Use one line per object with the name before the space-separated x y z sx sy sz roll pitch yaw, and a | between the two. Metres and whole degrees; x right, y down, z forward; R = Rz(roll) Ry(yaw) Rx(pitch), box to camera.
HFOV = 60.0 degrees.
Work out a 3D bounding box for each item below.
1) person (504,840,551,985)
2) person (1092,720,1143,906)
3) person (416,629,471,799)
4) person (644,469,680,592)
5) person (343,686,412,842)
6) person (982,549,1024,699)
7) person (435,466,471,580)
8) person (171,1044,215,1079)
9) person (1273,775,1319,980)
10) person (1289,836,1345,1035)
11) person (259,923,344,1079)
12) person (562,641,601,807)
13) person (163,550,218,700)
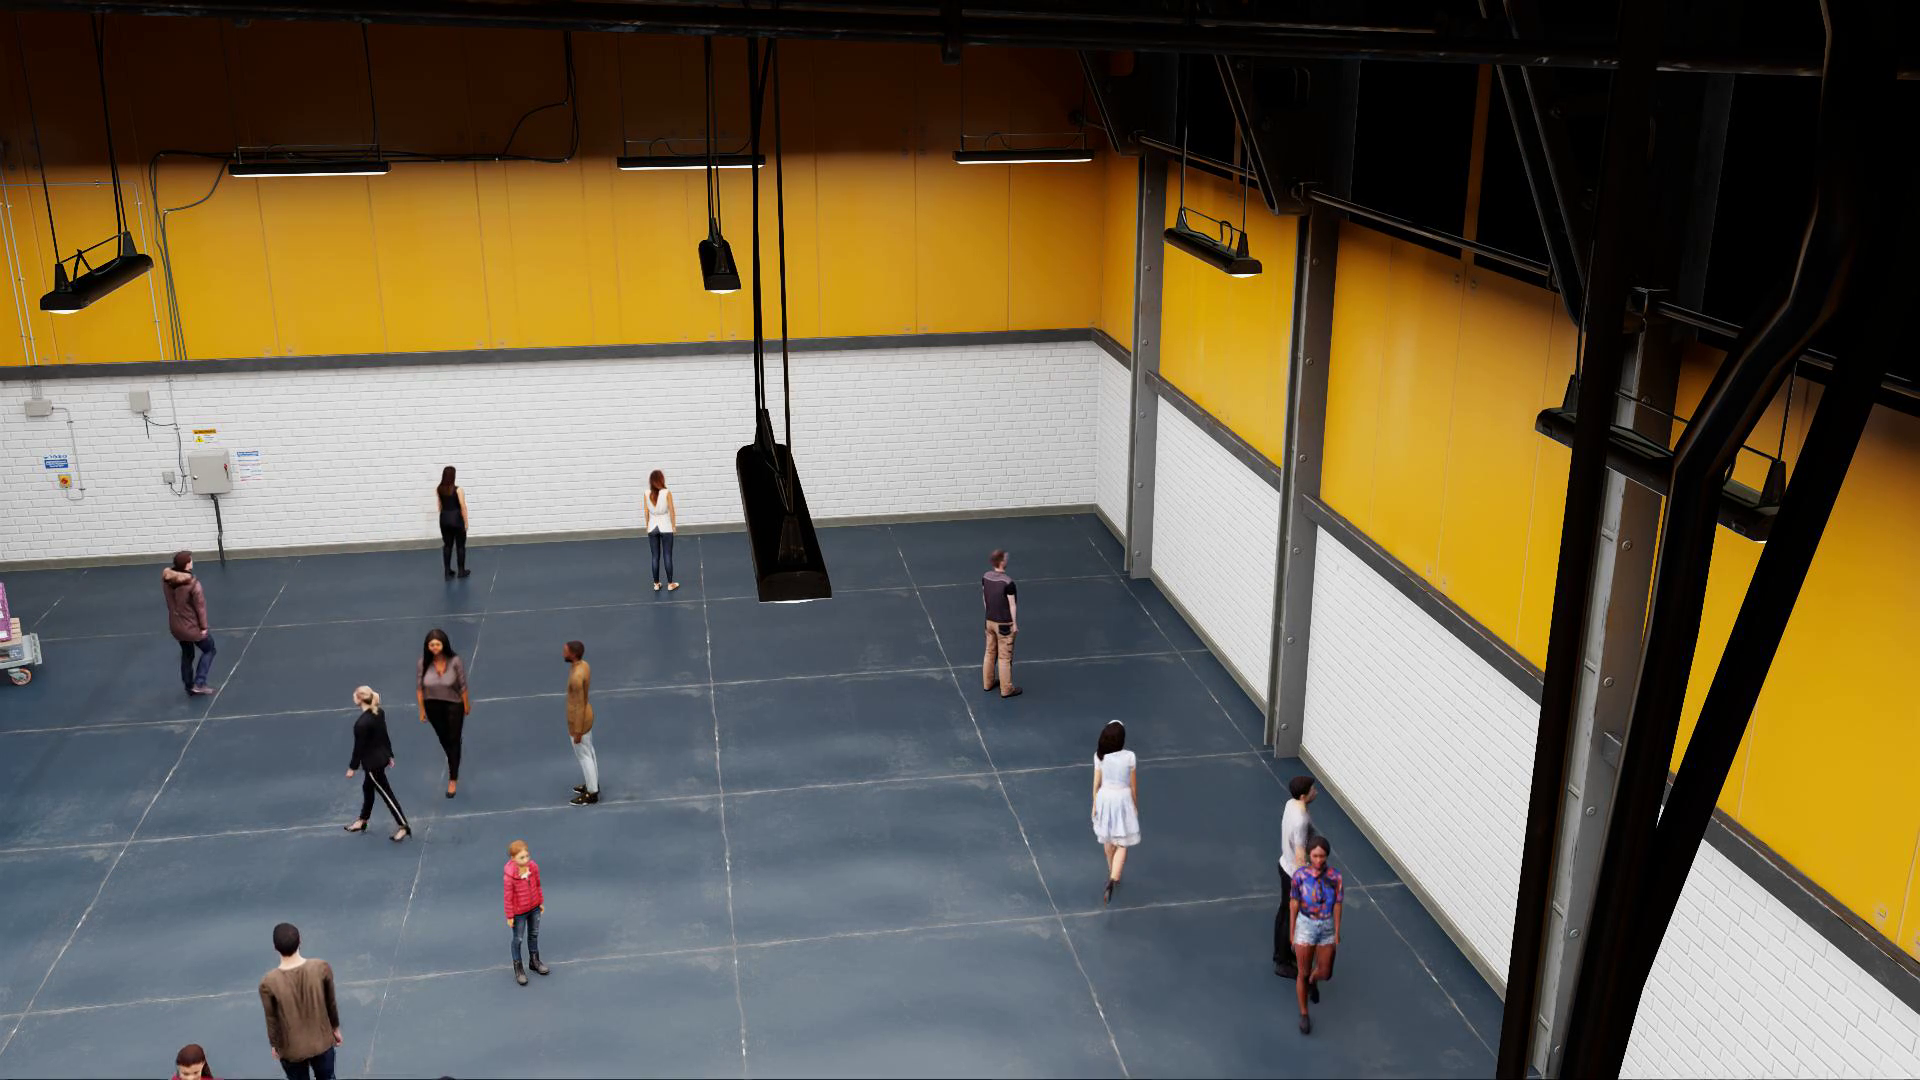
person | -3.773 3.187 14.394 0.637 1.316 0.598 17 25 41
person | 1.445 2.571 15.473 0.953 1.796 1.195 4 19 12
person | -5.504 1.798 17.786 0.693 1.784 1.160 -2 19 -6
person | -4.245 -0.144 23.551 0.638 1.785 0.613 2 19 6
person | -5.729 2.268 16.564 0.782 1.672 0.938 1 19 2
person | 0.474 0.984 20.117 0.836 1.840 0.733 -17 25 -42
person | -7.362 -0.245 24.009 0.677 1.685 0.675 2 19 7
person | -5.176 4.071 11.459 0.724 1.515 1.067 2 19 7
person | 2.900 2.886 14.430 0.751 1.864 0.539 0 19 0
person | 2.913 3.198 13.714 0.683 1.729 0.814 1 19 3
person | -4.733 3.680 12.058 0.814 1.872 0.875 -13 22 -33
person | -3.970 1.899 17.437 0.714 1.815 0.469 -2 19 -6
person | -9.306 1.052 19.926 0.865 1.831 0.857 7 20 19
